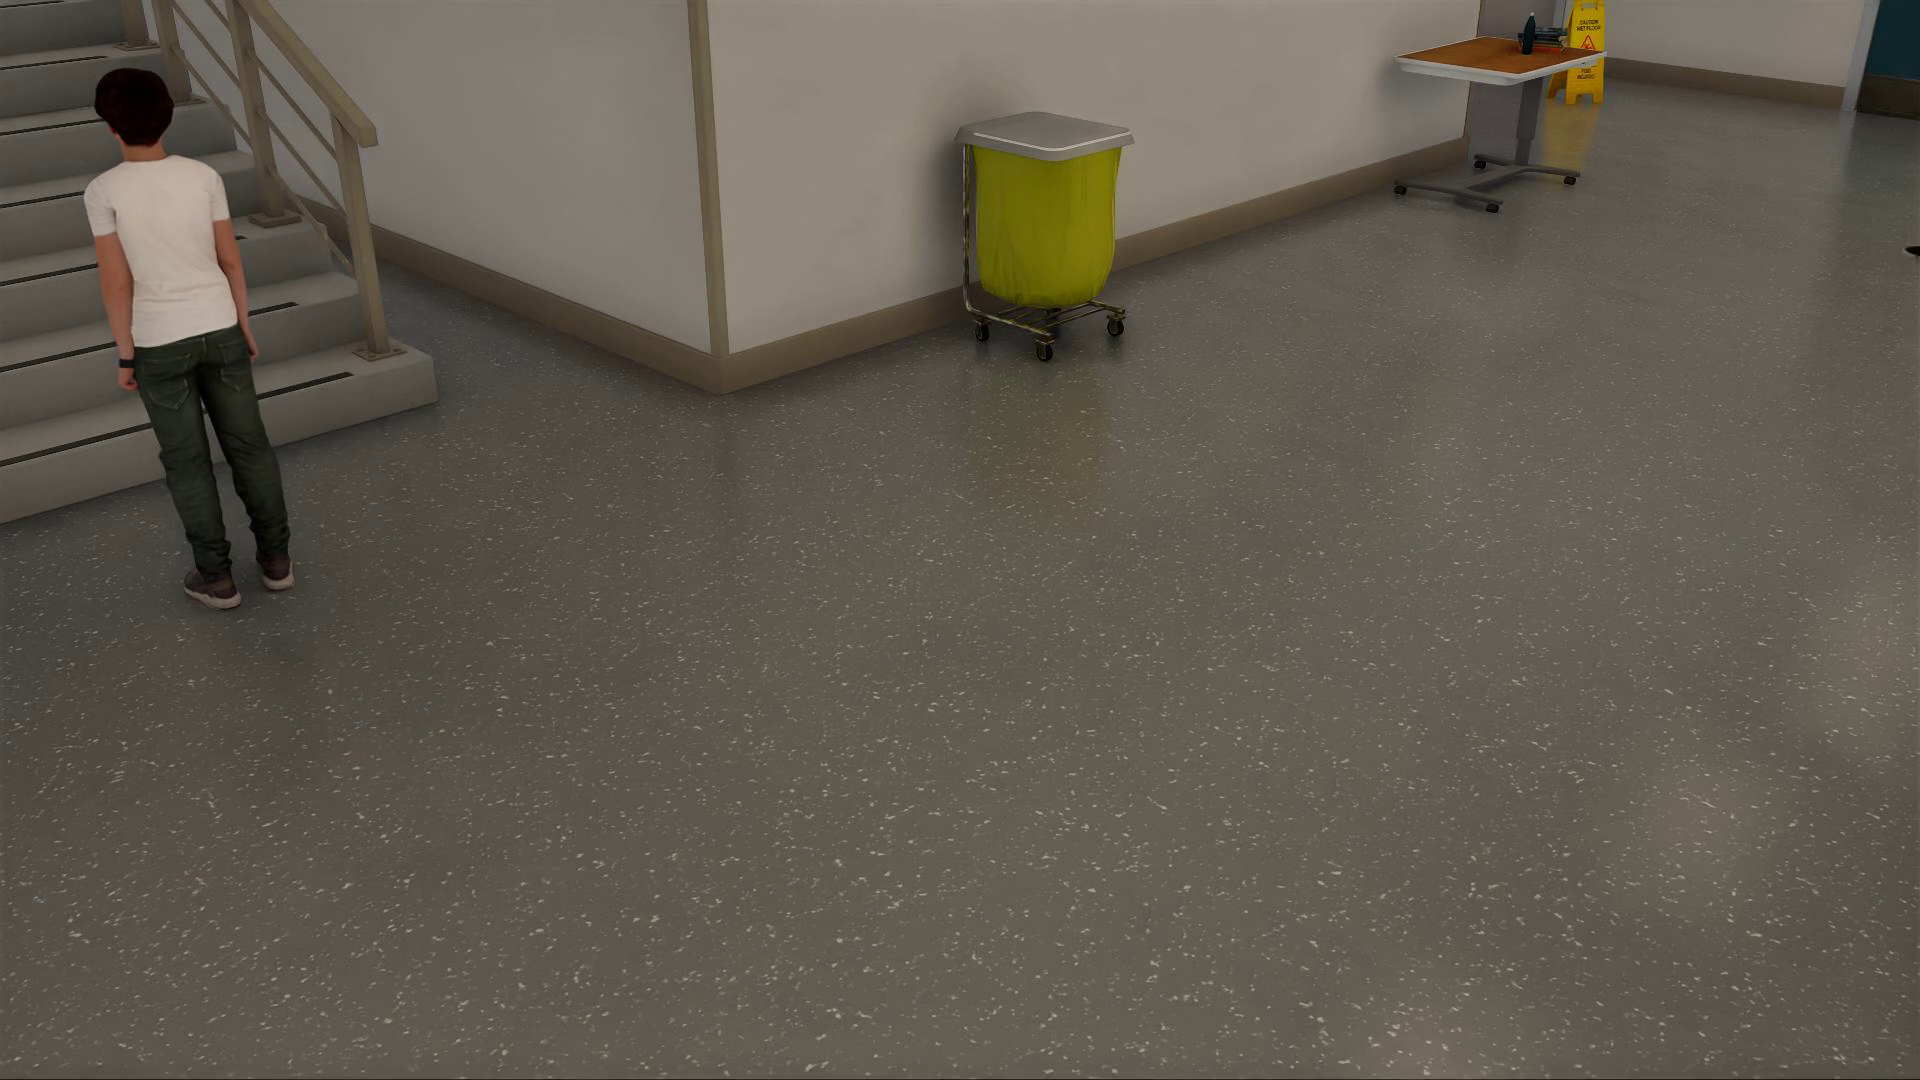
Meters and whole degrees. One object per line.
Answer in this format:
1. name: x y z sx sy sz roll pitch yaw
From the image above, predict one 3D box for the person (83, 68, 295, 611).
1. person: -2.351 -0.592 5.063 0.585 1.654 0.551 -21 33 -36
